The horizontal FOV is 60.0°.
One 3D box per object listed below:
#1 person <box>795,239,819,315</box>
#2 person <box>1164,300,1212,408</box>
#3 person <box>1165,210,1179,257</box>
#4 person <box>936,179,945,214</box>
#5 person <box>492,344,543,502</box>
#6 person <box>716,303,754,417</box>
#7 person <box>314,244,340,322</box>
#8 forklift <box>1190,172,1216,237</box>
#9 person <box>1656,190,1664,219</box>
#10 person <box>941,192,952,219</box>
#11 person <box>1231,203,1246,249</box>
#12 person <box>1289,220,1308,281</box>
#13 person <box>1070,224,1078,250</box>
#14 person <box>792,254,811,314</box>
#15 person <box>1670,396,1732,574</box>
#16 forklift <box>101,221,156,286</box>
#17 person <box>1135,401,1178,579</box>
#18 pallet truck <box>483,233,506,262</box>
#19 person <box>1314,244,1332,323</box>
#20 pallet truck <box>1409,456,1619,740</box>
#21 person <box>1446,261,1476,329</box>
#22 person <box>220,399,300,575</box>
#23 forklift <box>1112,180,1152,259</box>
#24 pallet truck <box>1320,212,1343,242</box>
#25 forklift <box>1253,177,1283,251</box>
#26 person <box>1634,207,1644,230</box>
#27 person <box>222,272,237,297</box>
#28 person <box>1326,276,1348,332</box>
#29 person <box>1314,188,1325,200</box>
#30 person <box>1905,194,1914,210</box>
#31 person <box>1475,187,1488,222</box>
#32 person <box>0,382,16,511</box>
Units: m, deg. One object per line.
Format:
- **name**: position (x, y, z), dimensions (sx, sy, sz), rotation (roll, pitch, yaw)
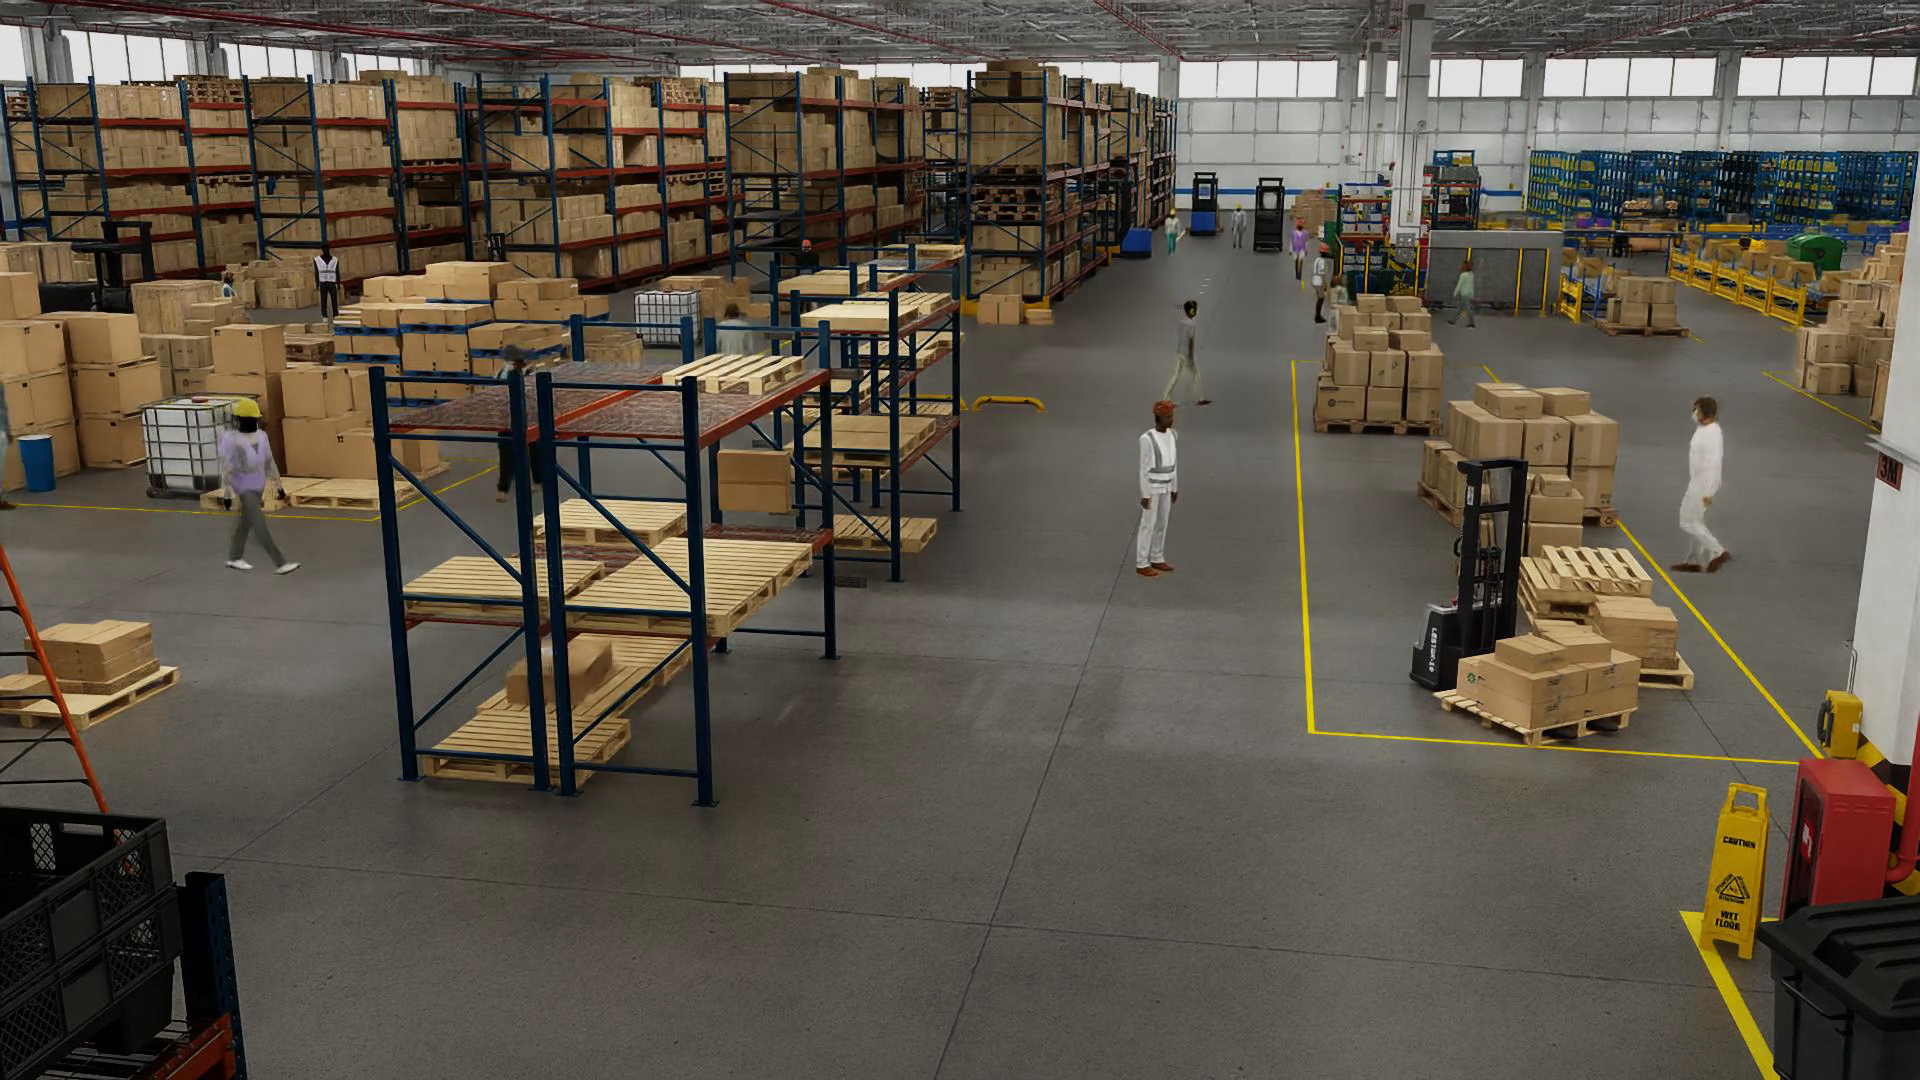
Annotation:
- **person**: position (-3.767, -6.400, 41.010), dimensions (0.613, 1.995, 0.391), rotation (-4, 14, -15)
- **person**: position (3.837, -3.144, 28.163), dimensions (0.962, 1.826, 0.540), rotation (-7, 15, -26)
- **person**: position (7.908, -11.433, 61.973), dimensions (0.527, 1.742, 0.779), rotation (2, 14, 7)
- **person**: position (-1.043, -19.220, 93.162), dimensions (0.547, 1.955, 0.623), rotation (9, 16, 32)
- **person**: position (-5.630, -1.534, 21.161), dimensions (0.693, 2.000, 1.050), rotation (2, 14, 8)
- **person**: position (-3.637, -2.871, 26.864), dimensions (0.633, 1.899, 0.900), rotation (0, 14, -2)
- **person**: position (-15.530, -6.320, 40.867), dimensions (0.587, 1.911, 0.397), rotation (-8, 16, -28)
- **forklift**: position (10.772, -14.821, 73.378), dimensions (1.129, 2.768, 1.873), rotation (2, 14, 10)
- **person**: position (33.988, -16.061, 80.603), dimensions (0.542, 1.812, 0.597), rotation (1, 14, 4)
- **person**: position (-0.705, -18.065, 88.512), dimensions (0.569, 1.924, 0.496), rotation (3, 14, 11)
- **person**: position (11.115, -12.523, 66.327), dimensions (0.591, 1.788, 0.926), rotation (3, 14, 12)
- **person**: position (10.672, -9.140, 52.384), dimensions (0.558, 1.886, 1.020), rotation (3, 14, 12)
- **person**: position (3.967, -10.713, 59.173), dimensions (0.782, 1.661, 0.554), rotation (7, 15, 26)
- **person**: position (-3.898, -6.214, 40.981), dimensions (0.537, 1.664, 0.846), rotation (10, 17, 36)
- **person**: position (7.811, -0.557, 17.450), dimensions (0.496, 1.926, 0.634), rotation (5, 15, 21)
- **forklift**: position (-16.772, -5.071, 33.793), dimensions (1.129, 2.768, 1.873), rotation (3, 14, 10)
- **person**: position (2.074, -0.531, 17.436), dimensions (0.345, 1.876, 0.572), rotation (12, 18, 40)
- **pallet truck**: position (-11.832, -7.026, 43.548), dimensions (1.885, 1.965, 0.823), rotation (8, 16, 28)
- **person**: position (8.850, -6.276, 40.662), dimensions (0.407, 1.927, 0.572), rotation (2, 14, 9)
- **pallet truck**: position (4.504, 0.400, 13.395), dimensions (0.823, 1.965, 1.885), rotation (-6, 15, -23)
- **person**: position (11.987, -5.841, 39.579), dimensions (0.859, 1.586, 0.501), rotation (13, 19, 42)
- **person**: position (-7.434, -0.560, 17.548), dimensions (1.007, 1.868, 0.612), rotation (4, 14, 17)
- **forklift**: position (6.082, -11.722, 60.796), dimensions (1.873, 2.768, 1.129), rotation (2, 14, 9)
- **pallet truck**: position (15.874, -13.227, 70.310), dimensions (0.680, 1.201, 1.601), rotation (10, 17, 35)
- **forklift**: position (12.083, -12.747, 64.956), dimensions (1.129, 2.768, 1.873), rotation (3, 14, 10)
- **person**: position (26.929, -12.375, 65.789), dimensions (0.746, 1.738, 0.524), rotation (0, 14, 2)
- **person**: position (-15.725, -4.952, 35.861), dimensions (0.314, 1.642, 0.514), rotation (-3, 14, -12)
- **person**: position (8.004, -4.760, 35.156), dimensions (0.319, 1.609, 0.661), rotation (-11, 17, -37)
- **person**: position (17.077, -15.818, 79.355), dimensions (0.761, 1.948, 0.632), rotation (-13, 19, -43)
- **person**: position (45.165, -15.692, 79.059), dimensions (0.390, 1.838, 0.563), rotation (3, 14, 12)
- **person**: position (25.251, -16.104, 80.540), dimensions (0.644, 1.928, 0.452), rotation (-7, 16, -28)
- **person**: position (-11.890, -1.295, 20.416), dimensions (0.435, 1.928, 0.652), rotation (3, 14, 10)
